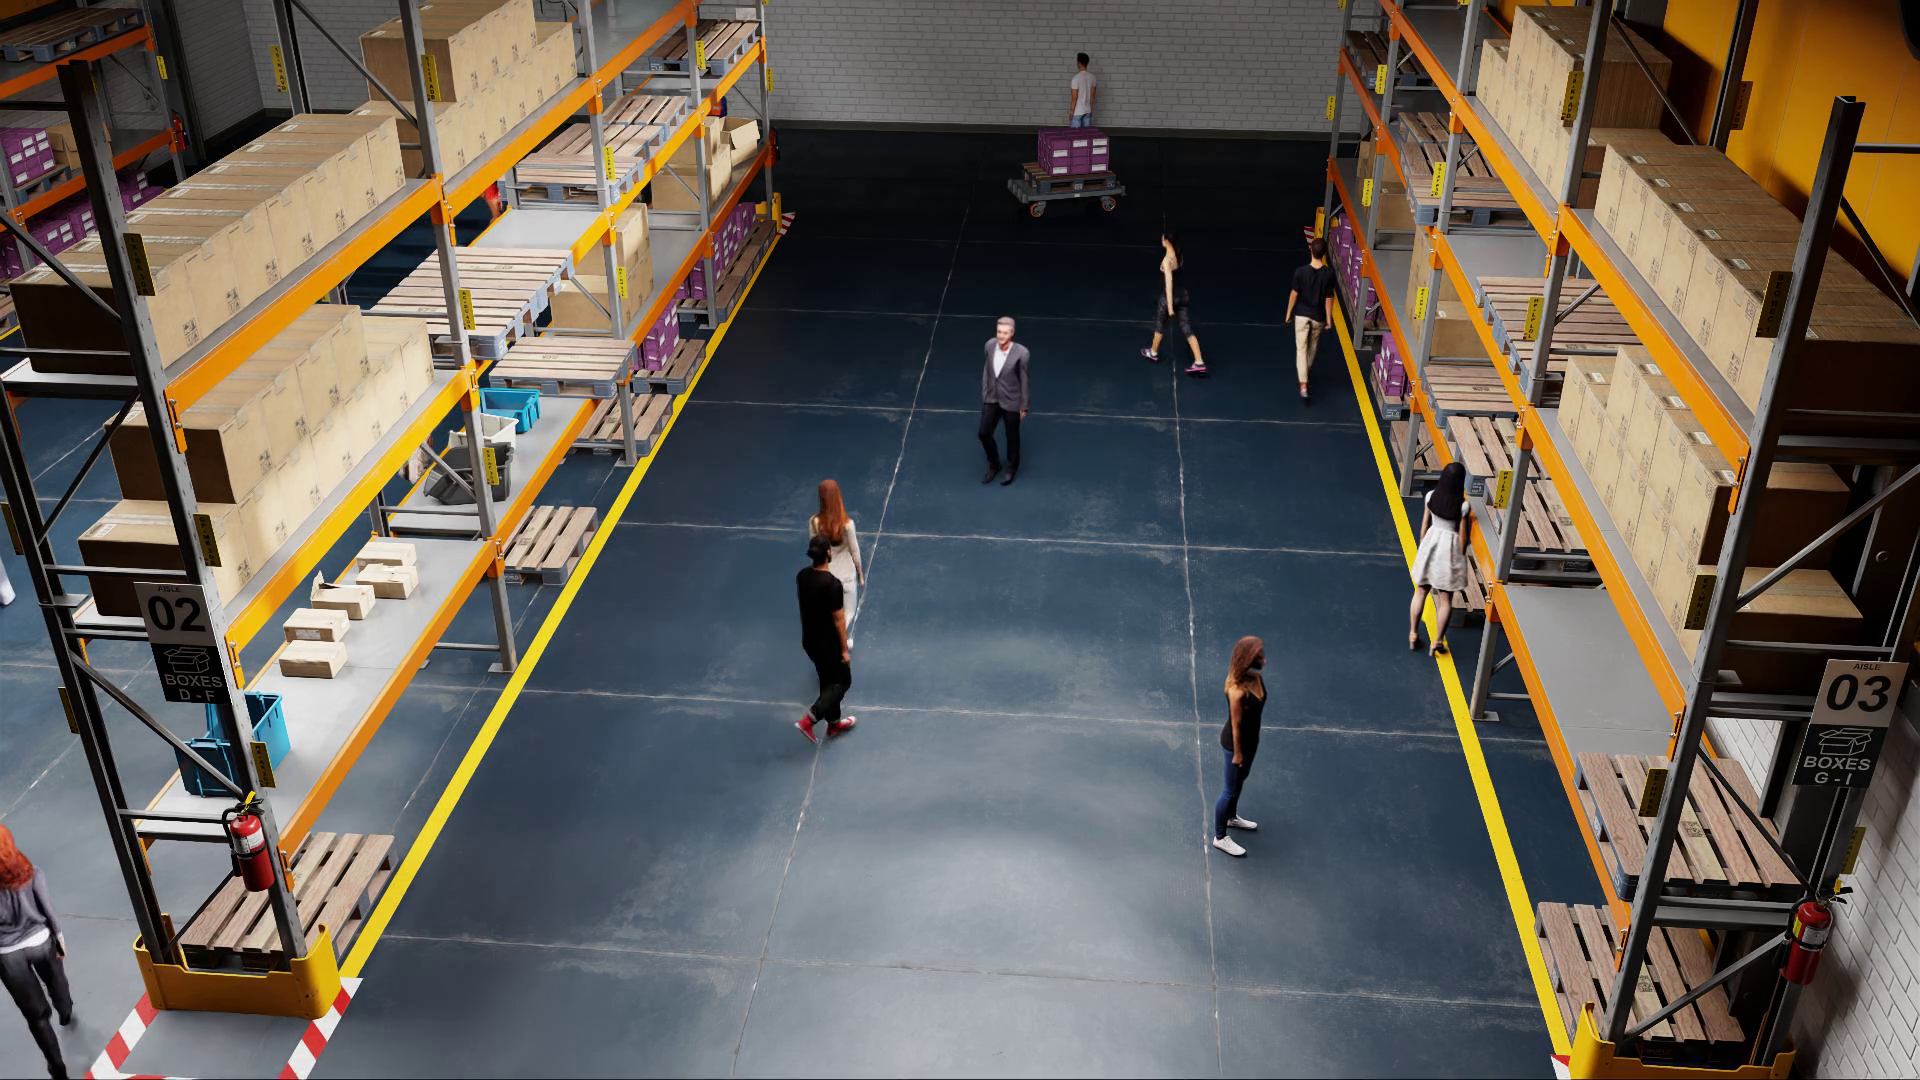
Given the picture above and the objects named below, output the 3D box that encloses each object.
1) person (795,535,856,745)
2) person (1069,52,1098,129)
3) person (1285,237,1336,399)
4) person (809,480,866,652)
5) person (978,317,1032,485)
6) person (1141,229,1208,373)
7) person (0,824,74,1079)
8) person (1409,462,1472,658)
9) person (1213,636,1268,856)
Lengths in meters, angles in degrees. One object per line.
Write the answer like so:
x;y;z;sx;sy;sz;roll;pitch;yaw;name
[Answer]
-1.109;0.835;12.899;1.043;1.723;0.967;-23;36;-35;person
1.980;-7.008;27.129;0.750;1.865;0.803;-21;35;-33;person
3.980;-2.482;18.882;0.679;1.816;1.149;1;29;3;person
-1.063;0.339;13.849;0.774;1.685;0.965;12;31;20;person
0.485;-1.455;16.993;0.858;1.823;0.836;14;32;25;person
2.596;-2.753;19.540;1.114;1.661;1.146;21;35;34;person
-5.515;2.493;9.834;0.957;1.747;1.061;-19;34;-31;person
4.074;0.155;14.098;0.781;1.769;0.812;21;35;33;person
1.998;1.421;11.826;0.713;1.722;0.567;13;31;22;person
